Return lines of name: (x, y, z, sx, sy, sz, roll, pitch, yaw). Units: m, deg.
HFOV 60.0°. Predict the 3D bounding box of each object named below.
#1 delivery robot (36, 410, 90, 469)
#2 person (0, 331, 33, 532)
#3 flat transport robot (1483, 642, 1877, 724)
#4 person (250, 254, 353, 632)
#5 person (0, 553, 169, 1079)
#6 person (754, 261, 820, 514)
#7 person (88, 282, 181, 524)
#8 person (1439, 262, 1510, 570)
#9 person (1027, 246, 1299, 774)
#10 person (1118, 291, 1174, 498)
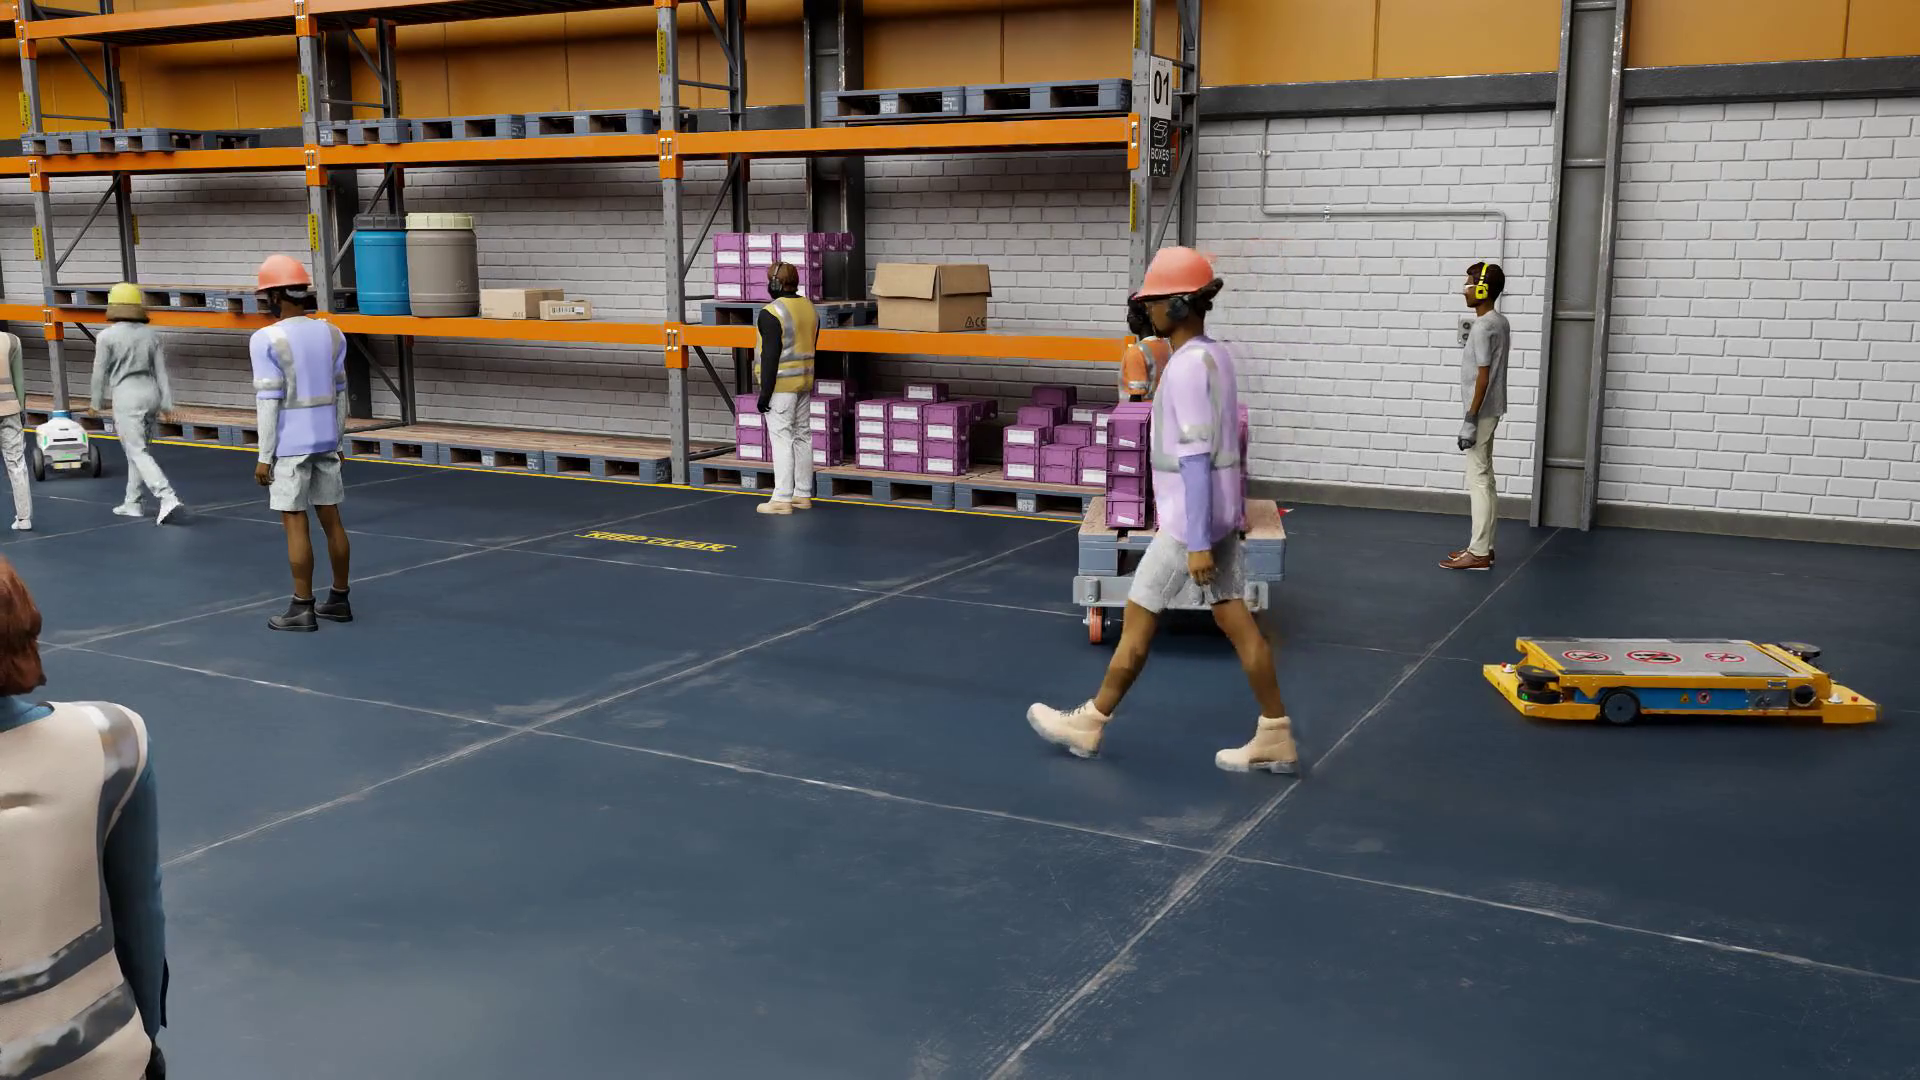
delivery robot: (-7.598, -0.853, 14.066, 0.477, 0.478, 0.707, -7, 12, -32)
person: (-6.564, -0.838, 11.268, 0.307, 1.641, 0.512, 5, 12, 27)
flat transport robot: (3.065, 0.595, 7.166, 1.431, 0.197, 0.652, 0, 10, 3)
person: (-3.403, -0.493, 8.564, 0.359, 1.936, 0.544, 5, 12, 27)
person: (-1.321, 0.796, 2.317, 0.307, 1.637, 0.512, 5, 12, 27)
person: (-1.290, -1.113, 12.220, 0.429, 1.844, 0.627, 5, 12, 27)
person: (-5.837, -0.976, 11.842, 0.851, 1.707, 0.487, 5, 11, 26)
person: (3.158, -0.750, 10.150, 0.328, 1.872, 0.509, 5, 12, 27)
person: (0.822, -0.103, 6.296, 1.088, 1.978, 0.628, 4, 11, 22)
person: (1.135, -0.678, 10.231, 0.318, 1.698, 0.533, 5, 12, 27)
